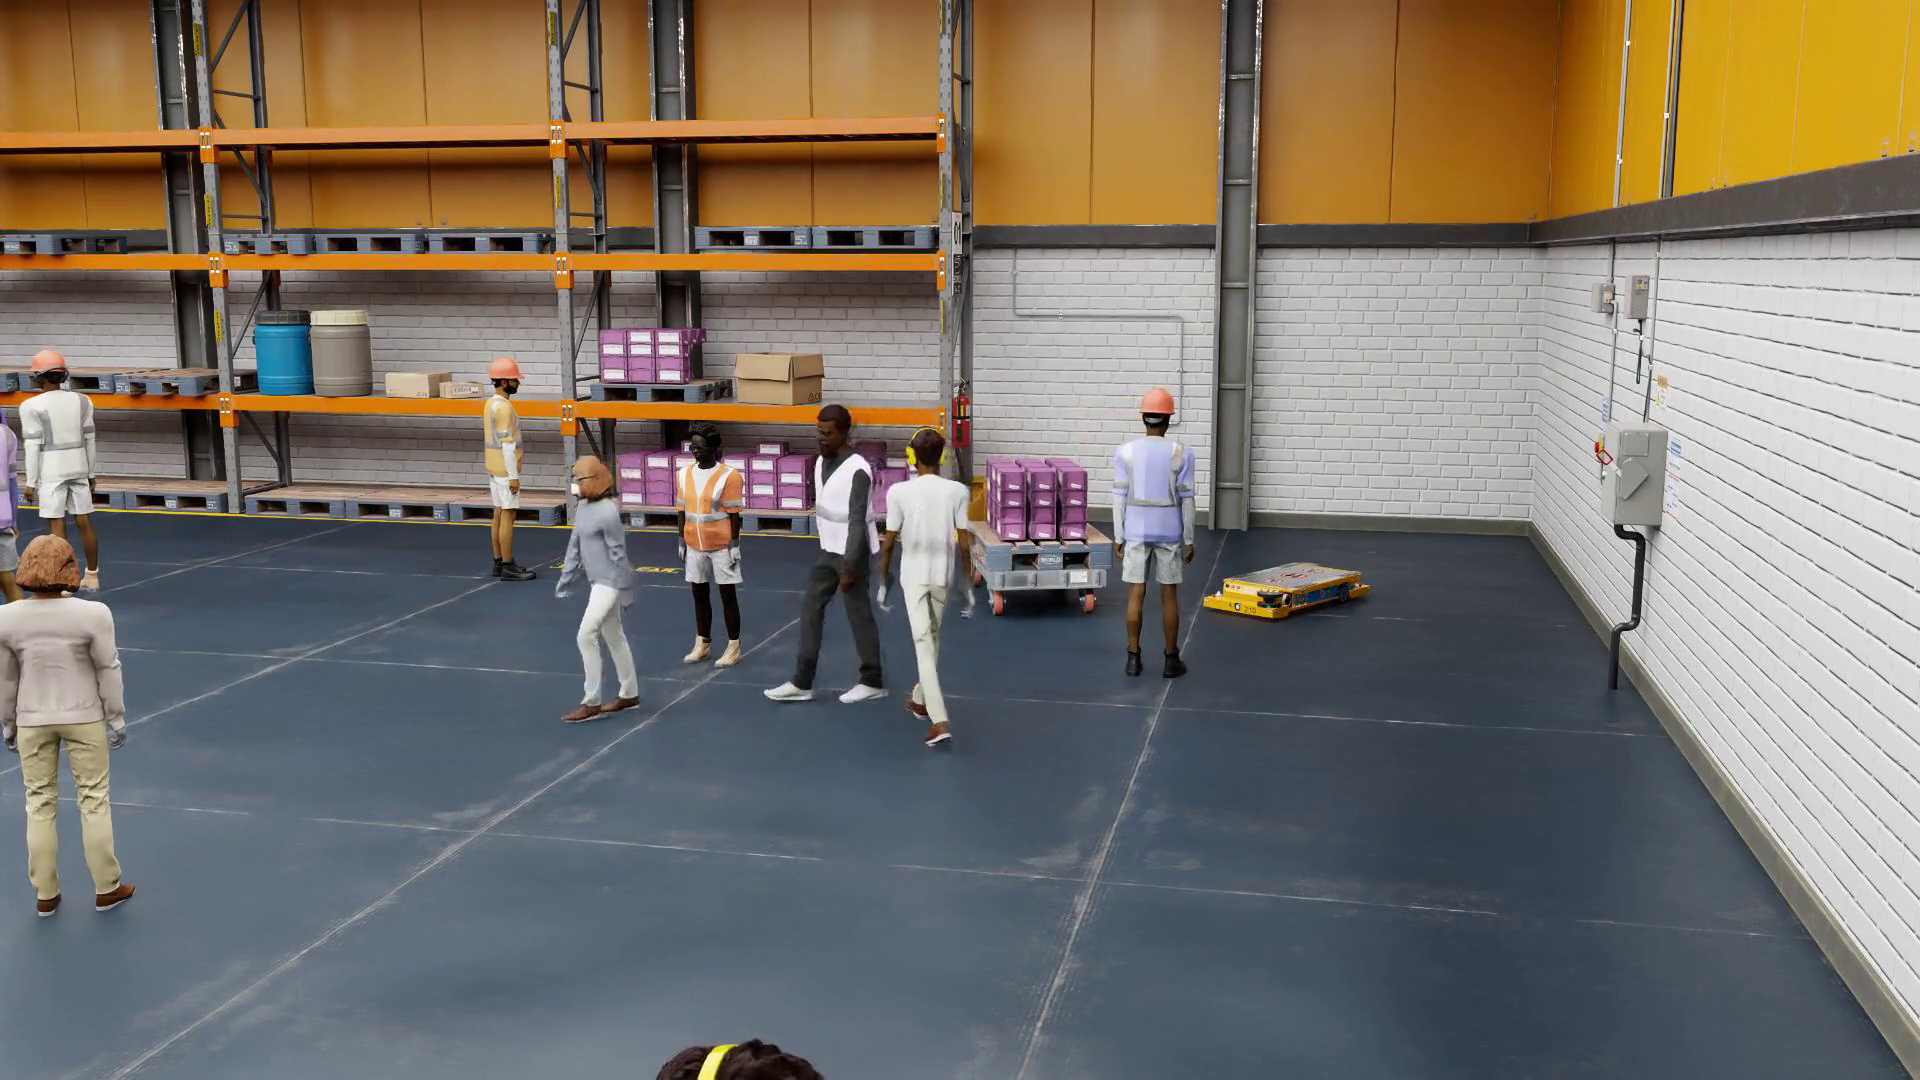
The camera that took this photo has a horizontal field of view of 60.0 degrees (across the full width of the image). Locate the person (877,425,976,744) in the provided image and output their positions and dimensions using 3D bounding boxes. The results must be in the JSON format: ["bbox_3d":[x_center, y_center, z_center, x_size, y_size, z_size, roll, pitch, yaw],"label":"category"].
[{"bbox_3d":[-0.190,0.250,9.729,0.535,1.814,1.004,-3,10,-19],"label":"person"}]

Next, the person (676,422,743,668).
[{"bbox_3d":[-1.709,0.031,11.364,0.530,1.689,0.321,4,10,23],"label":"person"}]

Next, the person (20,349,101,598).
[{"bbox_3d":[-7.422,-0.543,13.708,0.381,2.045,0.605,6,11,30],"label":"person"}]

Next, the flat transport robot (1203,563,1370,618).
[{"bbox_3d":[2.654,0.391,13.421,0.652,0.197,1.431,9,13,43],"label":"flat transport robot"}]

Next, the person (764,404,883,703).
[{"bbox_3d":[-0.846,0.108,10.308,0.835,1.886,0.618,-6,11,-31],"label":"person"}]

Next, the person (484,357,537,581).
[{"bbox_3d":[-3.923,-0.611,14.431,0.359,1.938,0.547,-5,11,-28],"label":"person"}]

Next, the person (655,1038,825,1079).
[{"bbox_3d":[-0.256,1.507,2.076,0.327,1.876,0.516,2,10,13],"label":"person"}]

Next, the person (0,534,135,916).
[{"bbox_3d":[-3.808,0.785,7.060,0.502,1.633,0.280,-2,10,-12],"label":"person"}]

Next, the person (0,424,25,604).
[{"bbox_3d":[-6.587,-0.111,11.157,0.397,2.043,0.609,2,10,12],"label":"person"}]

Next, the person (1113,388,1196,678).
[{"bbox_3d":[1.297,-0.046,11.094,0.551,1.932,0.378,2,10,14],"label":"person"}]

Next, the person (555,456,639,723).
[{"bbox_3d":[-2.230,0.296,10.041,0.661,1.609,0.526,-5,11,-28],"label":"person"}]

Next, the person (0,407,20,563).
[{"bbox_3d":[-8.848,-0.686,15.143,0.570,1.845,0.381,7,12,37],"label":"person"}]
